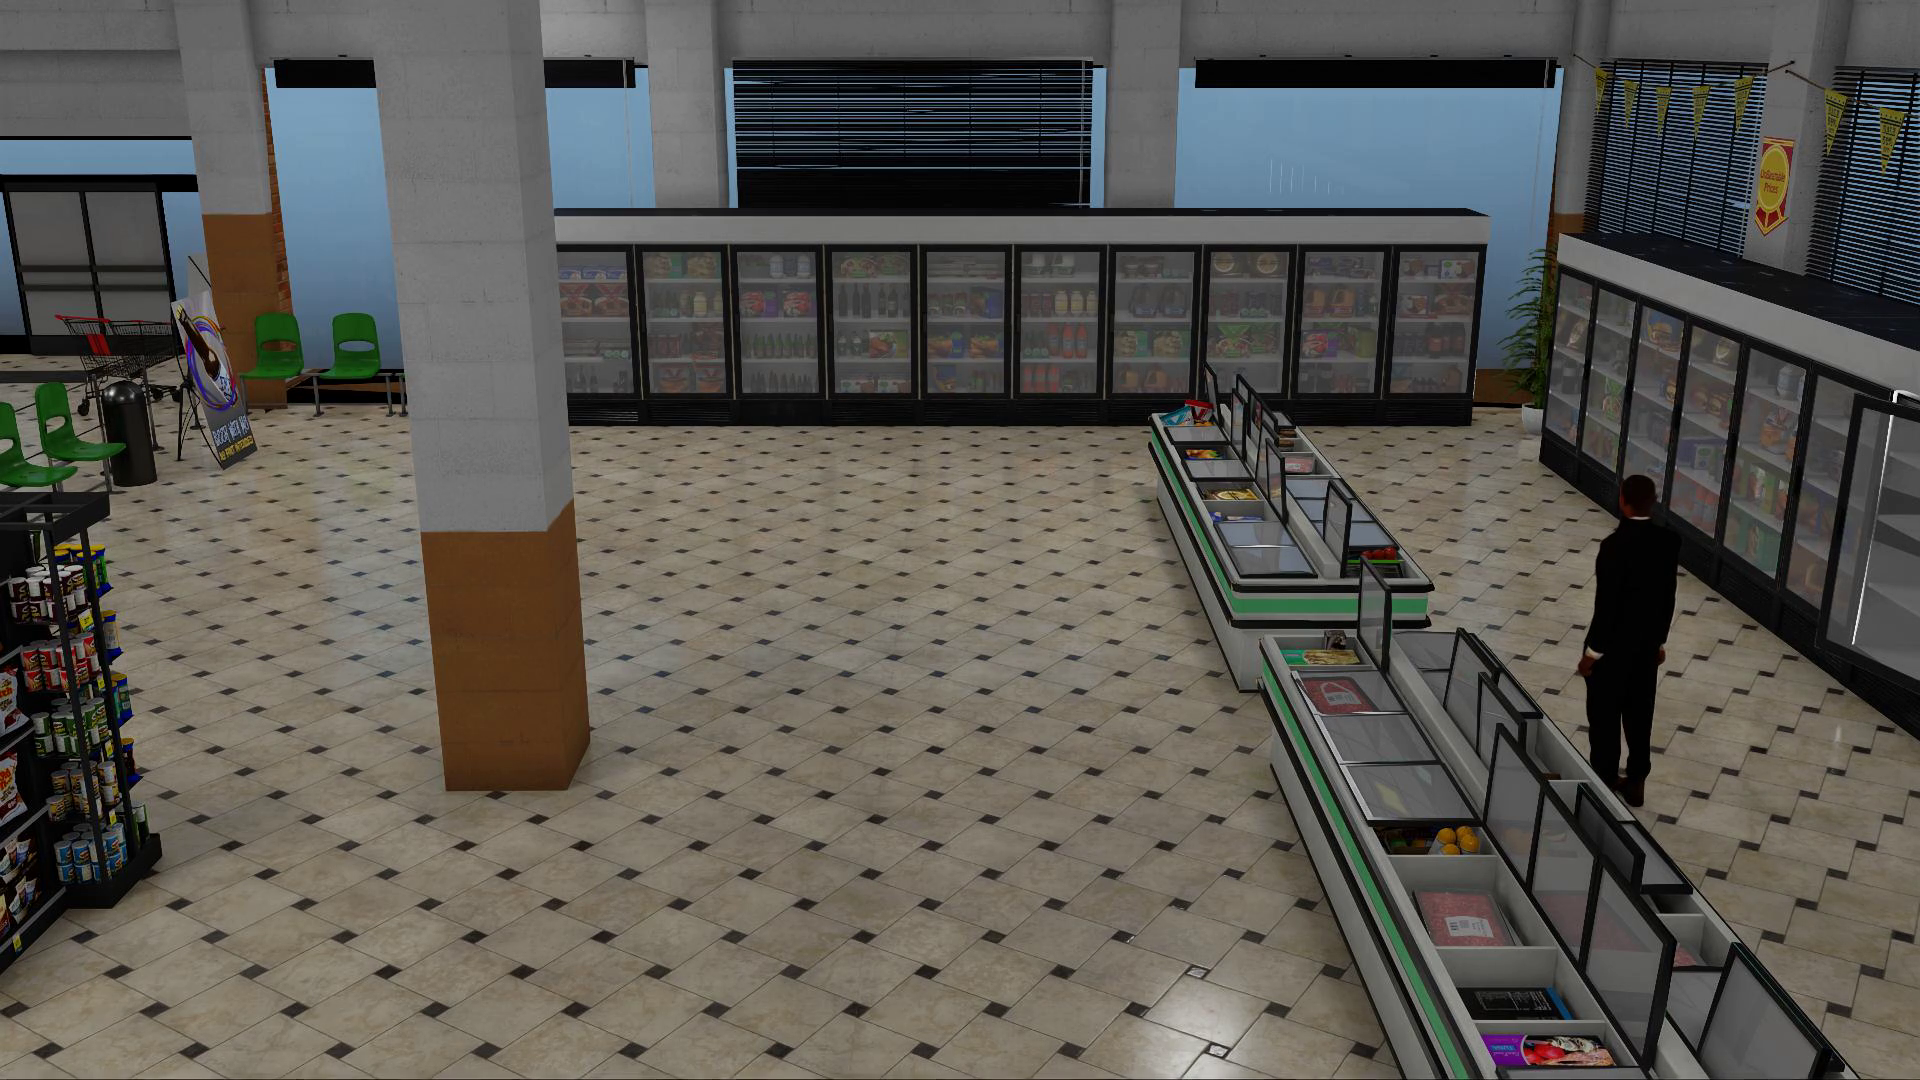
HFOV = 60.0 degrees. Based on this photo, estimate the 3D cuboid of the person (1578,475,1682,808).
[{"bbox_3d":[3.660,0.568,9.147,0.785,1.904,0.740,-6,18,-20],"label":"person"}]
